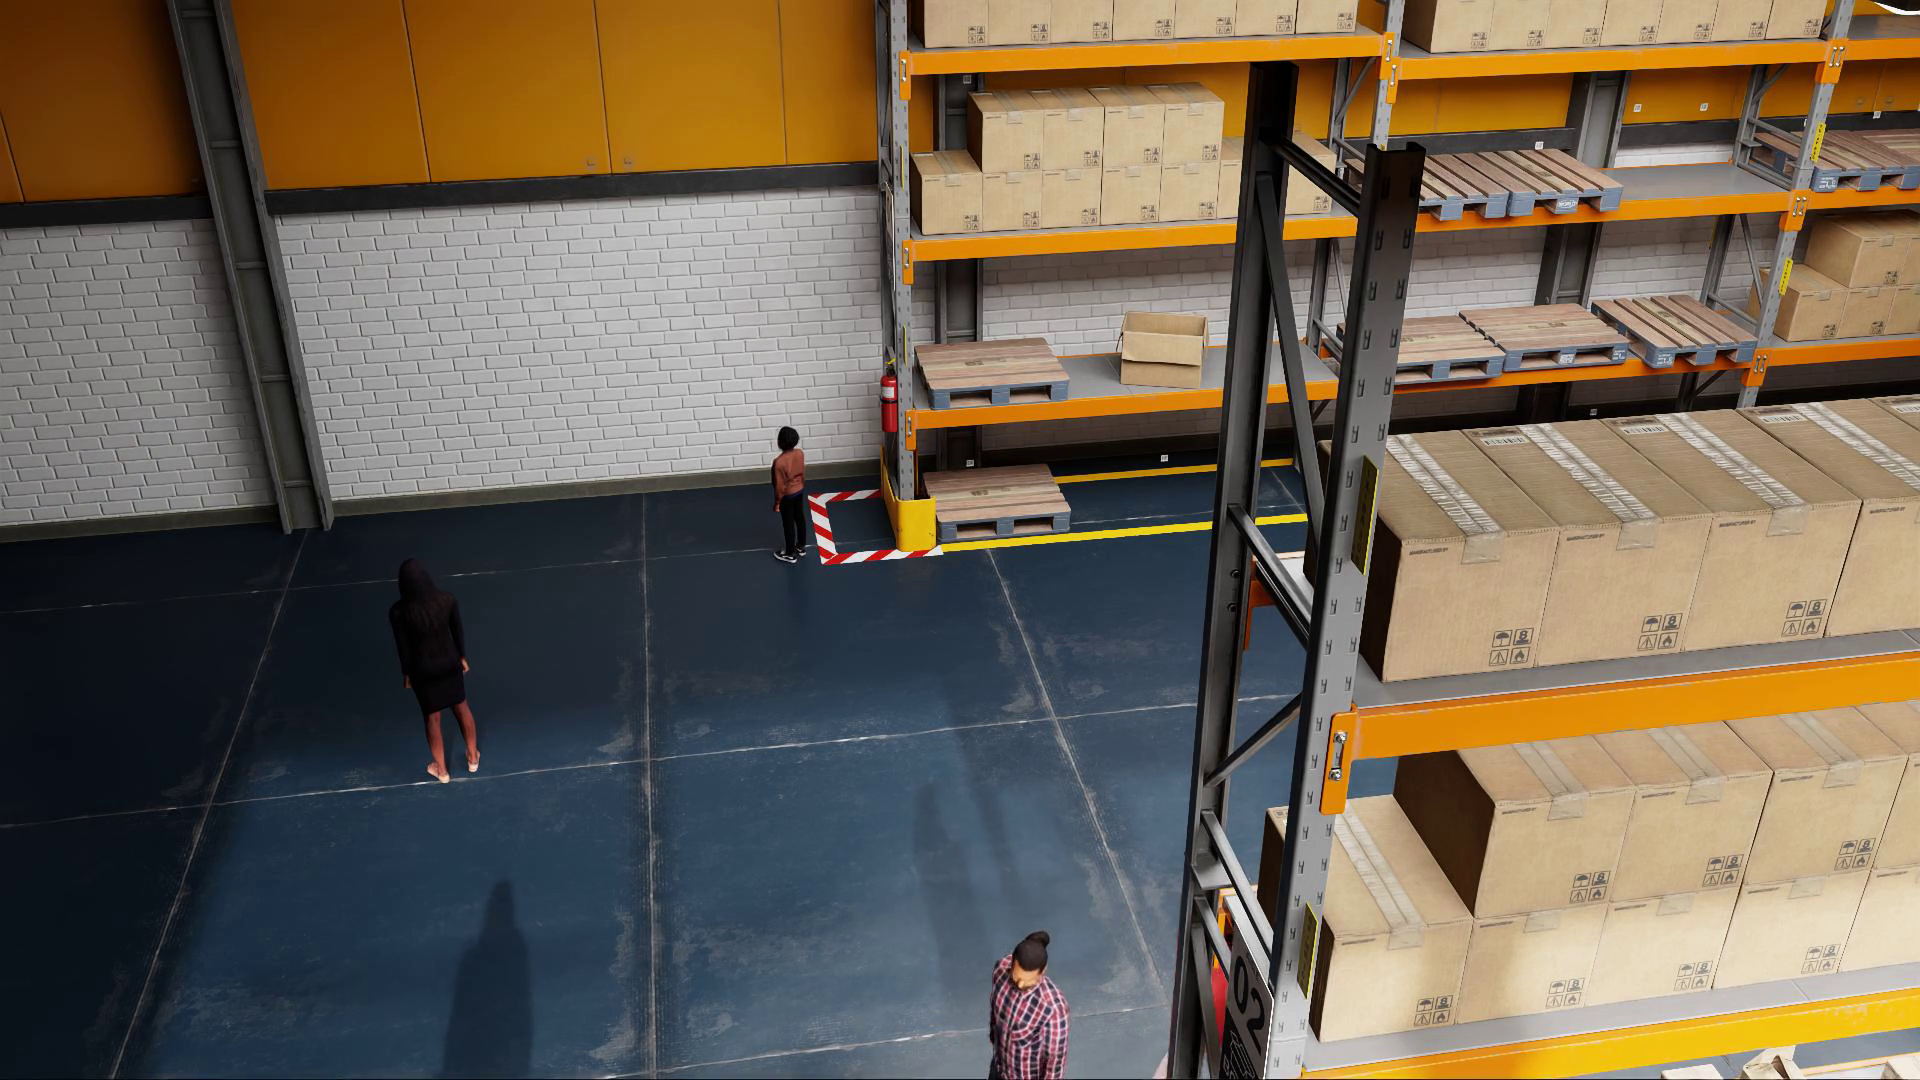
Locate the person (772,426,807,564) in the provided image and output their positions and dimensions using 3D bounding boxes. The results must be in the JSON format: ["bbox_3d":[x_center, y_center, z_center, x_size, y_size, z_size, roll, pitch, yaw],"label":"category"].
[{"bbox_3d":[-1.459,-0.404,14.295,0.654,1.255,0.591,19,34,31],"label":"person"}]

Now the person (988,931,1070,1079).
[{"bbox_3d":[0.390,2.599,8.293,1.115,1.731,1.007,-18,34,-30],"label":"person"}]

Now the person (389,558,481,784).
[{"bbox_3d":[-3.619,0.881,11.455,0.574,1.720,0.735,-18,33,-29],"label":"person"}]

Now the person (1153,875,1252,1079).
[{"bbox_3d":[1.199,2.451,8.509,1.206,1.785,0.971,-21,35,-33],"label":"person"}]
